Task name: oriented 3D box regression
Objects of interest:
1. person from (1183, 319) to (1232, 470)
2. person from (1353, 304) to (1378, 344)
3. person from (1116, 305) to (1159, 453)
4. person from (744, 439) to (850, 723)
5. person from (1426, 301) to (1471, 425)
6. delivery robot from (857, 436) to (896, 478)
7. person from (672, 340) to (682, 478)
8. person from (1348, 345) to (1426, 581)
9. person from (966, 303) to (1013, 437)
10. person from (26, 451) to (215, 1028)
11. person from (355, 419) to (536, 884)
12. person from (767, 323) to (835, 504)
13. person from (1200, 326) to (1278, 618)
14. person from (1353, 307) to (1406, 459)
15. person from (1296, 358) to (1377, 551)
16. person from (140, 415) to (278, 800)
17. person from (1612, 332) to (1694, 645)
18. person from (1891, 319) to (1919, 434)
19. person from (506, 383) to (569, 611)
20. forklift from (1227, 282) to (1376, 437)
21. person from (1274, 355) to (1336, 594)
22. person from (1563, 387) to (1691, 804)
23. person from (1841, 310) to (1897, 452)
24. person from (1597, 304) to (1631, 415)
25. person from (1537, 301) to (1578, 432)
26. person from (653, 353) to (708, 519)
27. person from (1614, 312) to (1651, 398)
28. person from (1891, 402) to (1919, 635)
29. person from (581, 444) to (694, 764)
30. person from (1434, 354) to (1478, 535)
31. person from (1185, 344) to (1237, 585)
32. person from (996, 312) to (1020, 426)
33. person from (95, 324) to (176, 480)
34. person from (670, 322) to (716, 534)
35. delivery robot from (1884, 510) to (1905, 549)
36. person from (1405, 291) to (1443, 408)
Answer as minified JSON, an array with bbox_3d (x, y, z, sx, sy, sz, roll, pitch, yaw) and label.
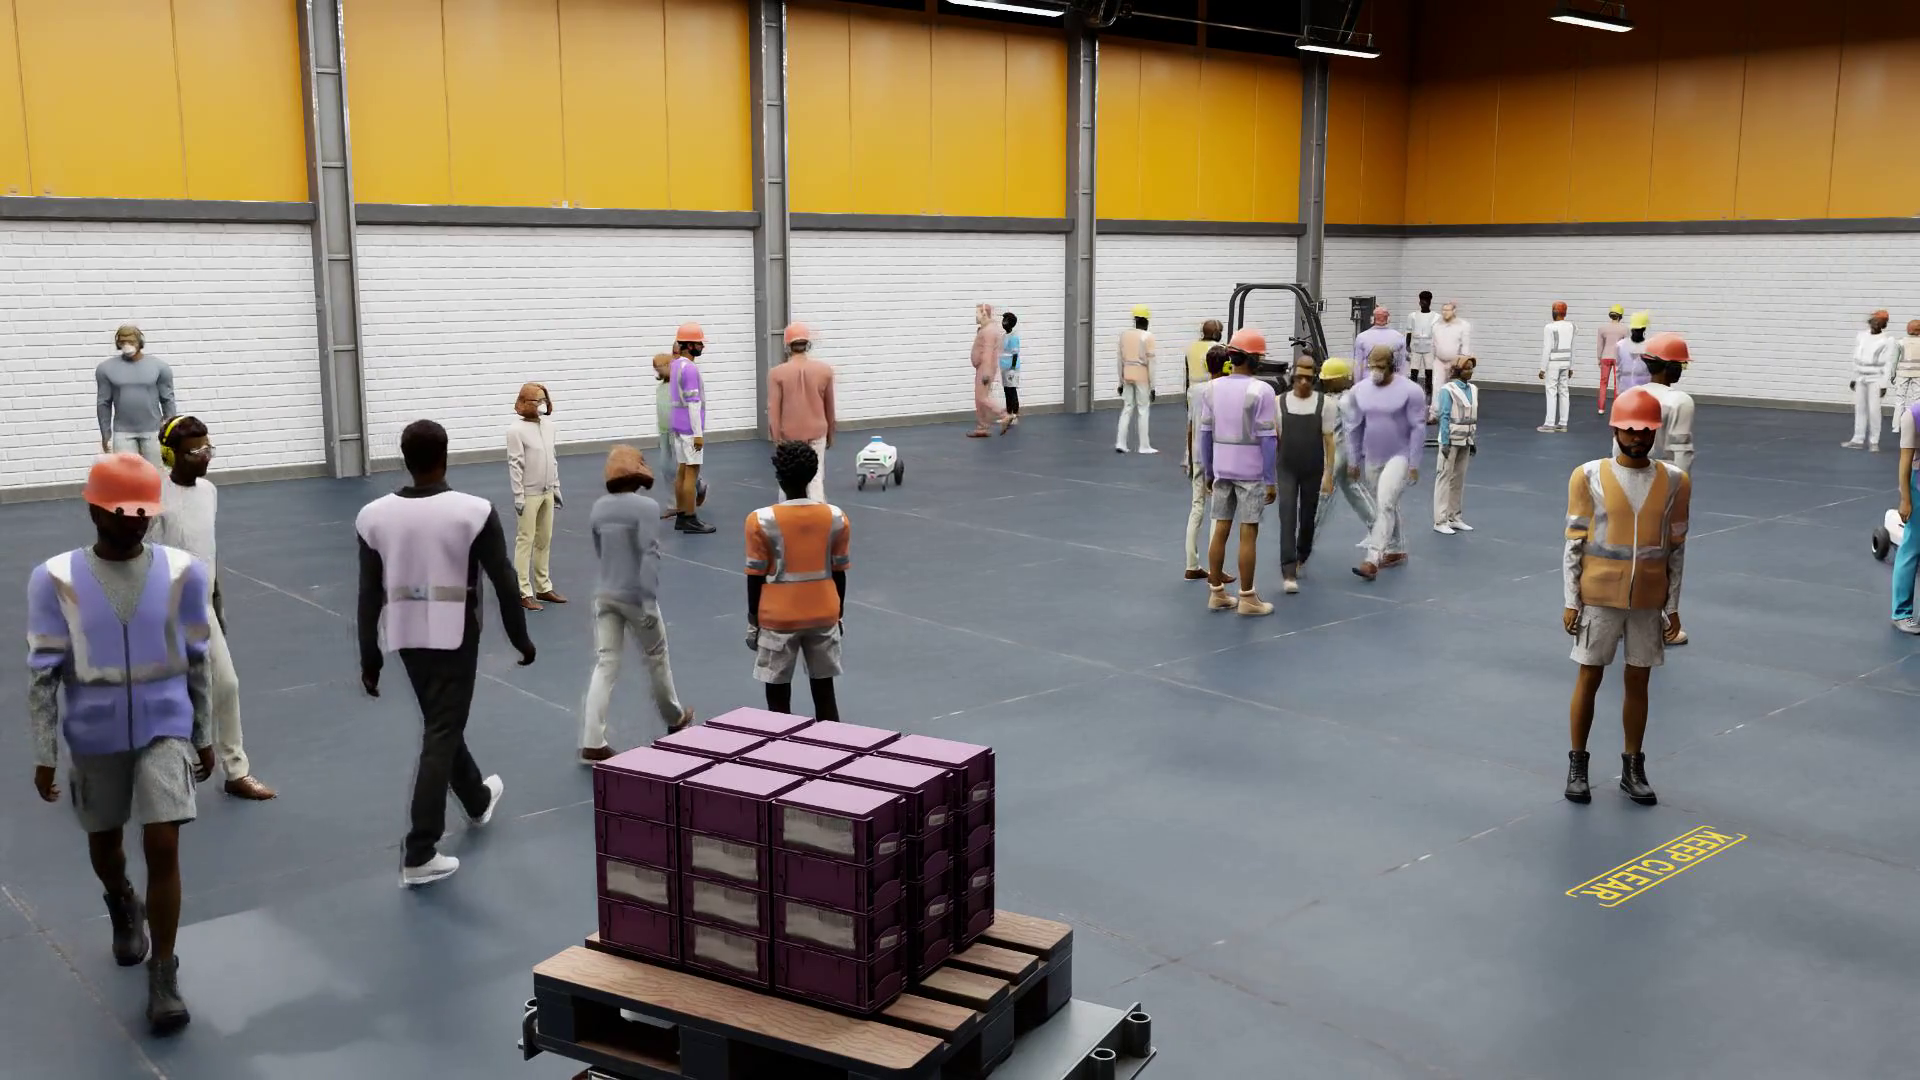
[{"bbox_3d":[2.826,-1.585,18.858,0.436,1.832,0.643,-6,11,-30],"label":"person"},{"bbox_3d":[6.175,-2.655,25.057,0.429,1.846,0.633,-4,10,-20],"label":"person"},{"bbox_3d":[2.245,-2.039,21.373,0.665,1.931,0.649,-9,14,-44],"label":"person"},{"bbox_3d":[-0.755,0.375,7.776,0.530,1.689,0.321,-6,11,-30],"label":"person"},{"bbox_3d":[7.414,-2.687,25.206,0.636,1.867,0.985,6,11,32],"label":"person"},{"bbox_3d":[-0.912,-0.895,18.250,0.477,0.478,0.707,1,10,7],"label":"delivery robot"},{"bbox_3d":[-3.065,-1.397,18.318,0.312,1.633,0.519,-4,10,-21],"label":"person"},{"bbox_3d":[3.339,-0.615,13.147,0.640,1.833,1.140,9,13,42],"label":"person"},{"bbox_3d":[0.395,-2.353,23.160,0.546,1.886,0.660,-1,10,-4],"label":"person"},{"bbox_3d":[-2.831,0.635,5.651,0.566,1.907,0.910,-5,11,-29],"label":"person"},{"bbox_3d":[-2.169,0.425,6.994,0.615,1.853,1.044,2,10,9],"label":"person"},{"bbox_3d":[-1.404,-0.940,14.734,0.624,1.939,1.009,-2,10,-14],"label":"person"},{"bbox_3d":[1.991,-0.480,11.742,0.391,2.040,0.615,-9,13,-42],"label":"person"},{"bbox_3d":[5.249,-1.964,20.859,0.639,1.900,0.401,1,10,4],"label":"person"},{"bbox_3d":[3.273,-0.731,14.275,0.926,1.682,0.498,0,10,-1],"label":"person"},{"bbox_3d":[-3.662,0.323,7.712,0.847,1.829,0.579,2,10,13],"label":"person"},{"bbox_3d":[4.553,-0.337,10.903,0.395,2.044,0.609,-4,10,-22],"label":"person"},{"bbox_3d":[13.542,-2.317,23.683,0.522,1.636,0.310,6,11,31],"label":"person"},{"bbox_3d":[-3.054,-0.319,11.998,0.284,1.633,0.500,4,11,23],"label":"person"},{"bbox_3d":[4.328,-2.346,22.227,2.313,2.155,1.214,3,10,16],"label":"forklift"},{"bbox_3d":[2.610,-0.526,12.763,0.513,1.810,0.853,2,10,10],"label":"person"},{"bbox_3d":[3.074,0.263,7.702,0.545,1.938,0.356,1,10,7],"label":"person"},{"bbox_3d":[11.832,-2.072,21.701,0.368,1.853,0.754,-3,10,-17],"label":"person"},{"bbox_3d":[10.433,-2.870,26.546,0.525,1.769,0.315,7,12,37],"label":"person"},{"bbox_3d":[8.602,-2.487,23.964,0.585,1.879,0.343,-4,10,-22],"label":"person"},{"bbox_3d":[-2.723,-1.017,16.165,0.530,1.605,0.521,-9,13,-44],"label":"person"},{"bbox_3d":[8.310,-1.859,20.366,0.600,1.865,1.057,8,12,38],"label":"person"},{"bbox_3d":[6.558,-0.293,11.213,0.564,1.849,0.390,-3,10,-16],"label":"person"},{"bbox_3d":[-1.644,0.309,8.453,0.559,1.576,0.837,6,11,32],"label":"person"},{"bbox_3d":[4.560,-0.880,15.260,0.514,1.642,0.314,-8,13,-39],"label":"person"},{"bbox_3d":[1.963,-0.580,12.902,0.499,1.856,0.327,9,13,42],"label":"person"},{"bbox_3d":[0.731,-2.560,24.922,0.317,1.700,0.537,-3,10,-17],"label":"person"},{"bbox_3d":[-7.325,-0.953,14.823,0.635,1.936,0.355,-3,10,-19],"label":"person"},{"bbox_3d":[-2.458,-1.028,15.259,0.360,1.936,0.552,-5,11,-25],"label":"person"},{"bbox_3d":[7.832,-0.097,13.575,0.477,0.478,0.707,2,10,12],"label":"delivery robot"},{"bbox_3d":[7.745,-3.182,27.810,0.602,1.958,0.380,4,11,23],"label":"person"}]
